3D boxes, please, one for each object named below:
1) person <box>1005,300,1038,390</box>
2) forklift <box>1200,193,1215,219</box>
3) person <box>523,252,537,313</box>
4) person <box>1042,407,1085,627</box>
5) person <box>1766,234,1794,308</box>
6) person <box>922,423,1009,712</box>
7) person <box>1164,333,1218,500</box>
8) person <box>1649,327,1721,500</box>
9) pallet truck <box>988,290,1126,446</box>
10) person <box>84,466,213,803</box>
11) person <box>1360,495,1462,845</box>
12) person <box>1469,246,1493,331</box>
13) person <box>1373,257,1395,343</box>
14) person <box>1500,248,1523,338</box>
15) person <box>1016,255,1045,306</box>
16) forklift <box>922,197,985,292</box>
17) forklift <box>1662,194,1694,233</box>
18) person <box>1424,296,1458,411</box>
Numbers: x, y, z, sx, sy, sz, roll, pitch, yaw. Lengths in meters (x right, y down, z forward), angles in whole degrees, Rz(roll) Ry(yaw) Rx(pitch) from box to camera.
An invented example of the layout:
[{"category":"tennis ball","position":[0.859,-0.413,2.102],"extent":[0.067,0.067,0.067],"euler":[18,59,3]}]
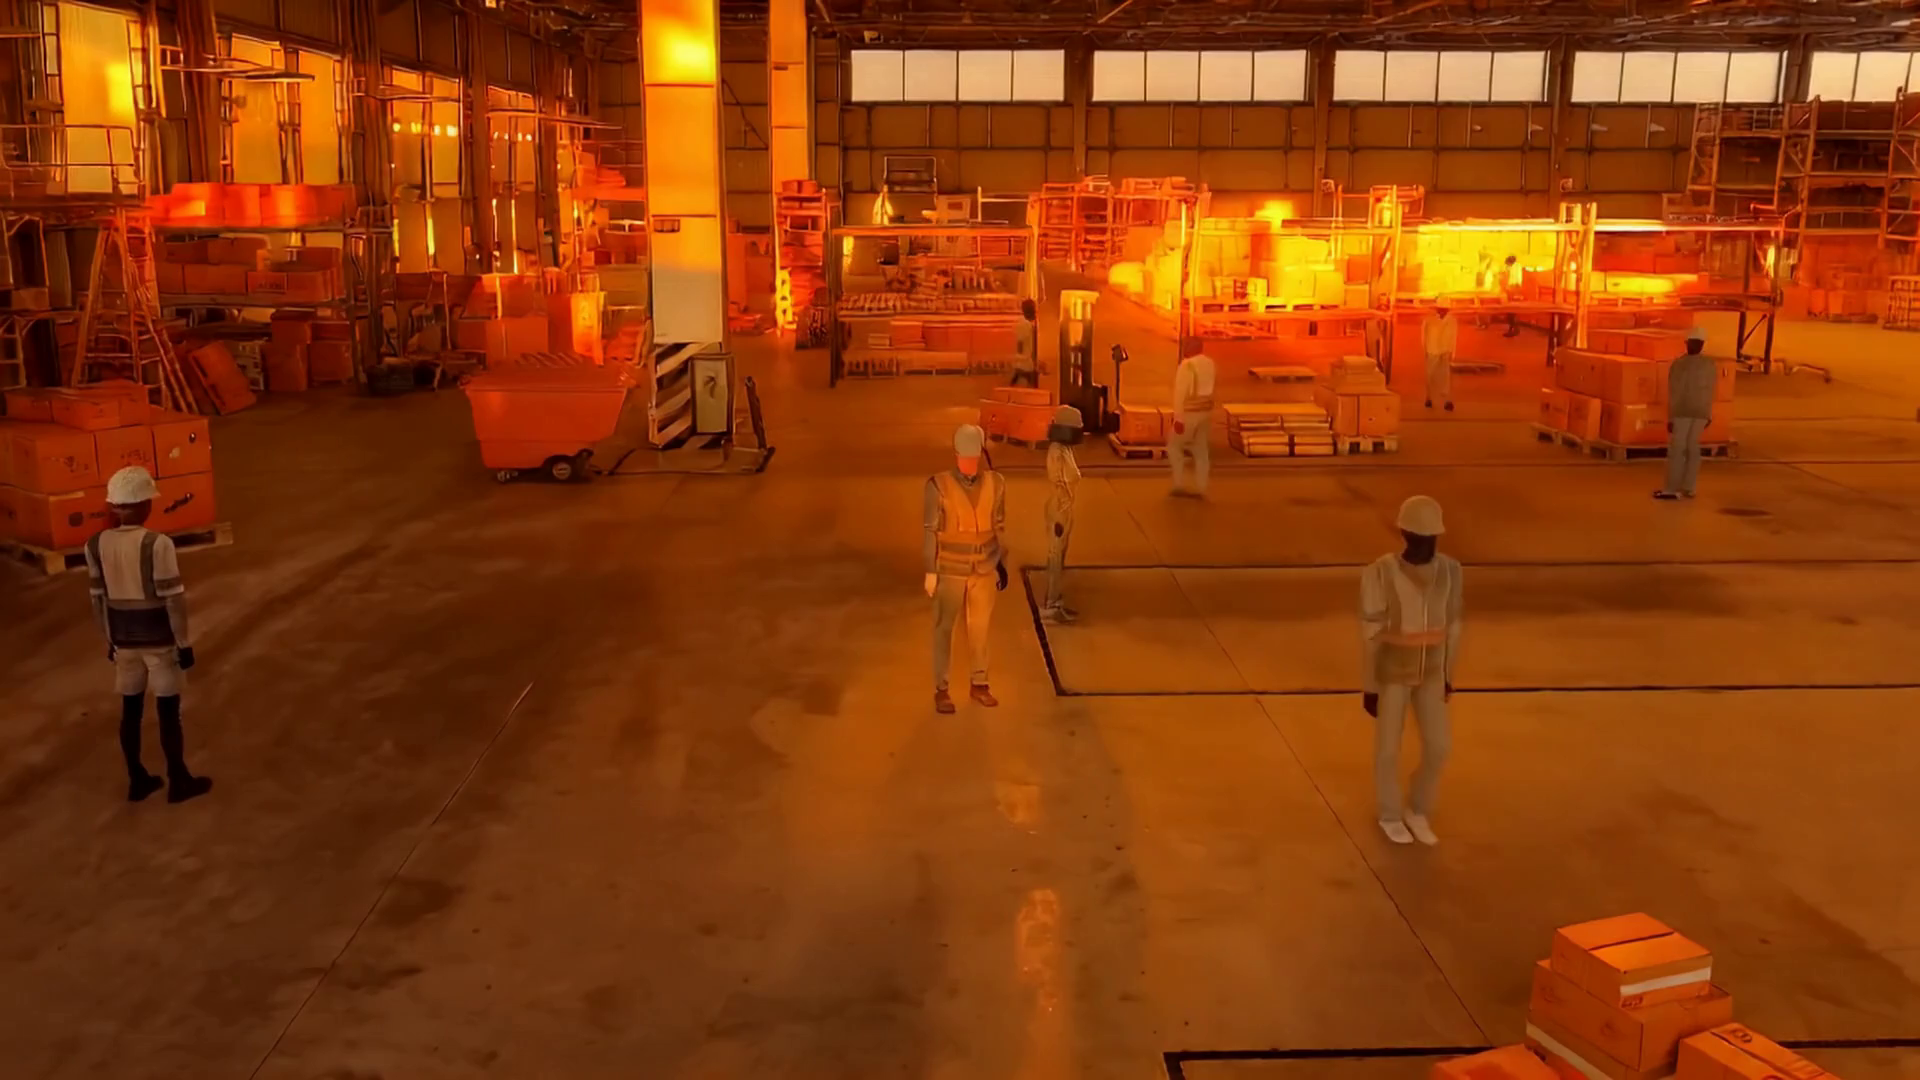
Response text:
[{"category":"person","position":[0.952,-2.819,25.253],"extent":[0.872,1.658,0.532],"euler":[3,13,13]},{"category":"forklift","position":[8.381,-10.423,56.779],"extent":[1.873,2.768,1.129],"euler":[3,13,13]},{"category":"person","position":[-10.491,-6.210,40.606],"extent":[0.313,1.631,0.516],"euler":[-9,15,-36]},{"category":"person","position":[0.827,-0.192,13.199],"extent":[0.311,1.735,0.484],"euler":[3,13,12]},{"category":"person","position":[21.522,-7.055,43.680],"extent":[0.617,1.962,0.428],"euler":[5,14,23]},{"category":"person","position":[0.047,0.178,11.055],"extent":[0.615,1.938,0.406],"euler":[-6,14,-24]},{"category":"person","position":[2.492,-1.353,18.240],"extent":[0.651,1.819,0.624],"euler":[-11,17,-41]},{"category":"person","position":[7.987,-1.382,18.238],"extent":[0.667,1.879,0.499],"euler":[-3,13,-11]},{"category":"pallet truck","position":[1.257,-2.299,22.111],"extent":[1.885,1.965,0.823],"euler":[-9,15,-35]},{"category":"person","position":[-4.603,0.542,9.418],"extent":[0.544,1.939,0.354],"euler":[2,13,8]},{"category":"person","position":[2.379,0.700,8.761],"extent":[0.601,1.905,0.504],"euler":[-3,13,-11]},{"category":"person","position":[11.792,-5.666,37.494],"extent":[0.370,1.915,0.597],"euler":[-2,13,-9]},{"category":"person","position":[8.921,-5.060,35.033],"extent":[0.653,1.783,0.955],"euler":[10,16,38]},{"category":"person","position":[11.884,-5.318,35.902],"extent":[0.398,1.923,0.571],"euler":[11,16,40]},{"category":"person","position":[1.503,-5.201,35.501],"extent":[0.616,1.889,1.041],"euler":[5,13,20]},{"category":"forklift","position":[-0.157,-8.447,47.859],"extent":[1.129,2.768,1.873],"euler":[-7,14,-30]},{"category":"forklift","position":[24.125,-10.281,56.139],"extent":[1.129,2.768,1.873],"euler":[-1,13,-3]},{"category":"person","position":[7.216,-2.795,24.984],"extent":[0.530,1.718,0.882],"euler":[1,13,3]}]
